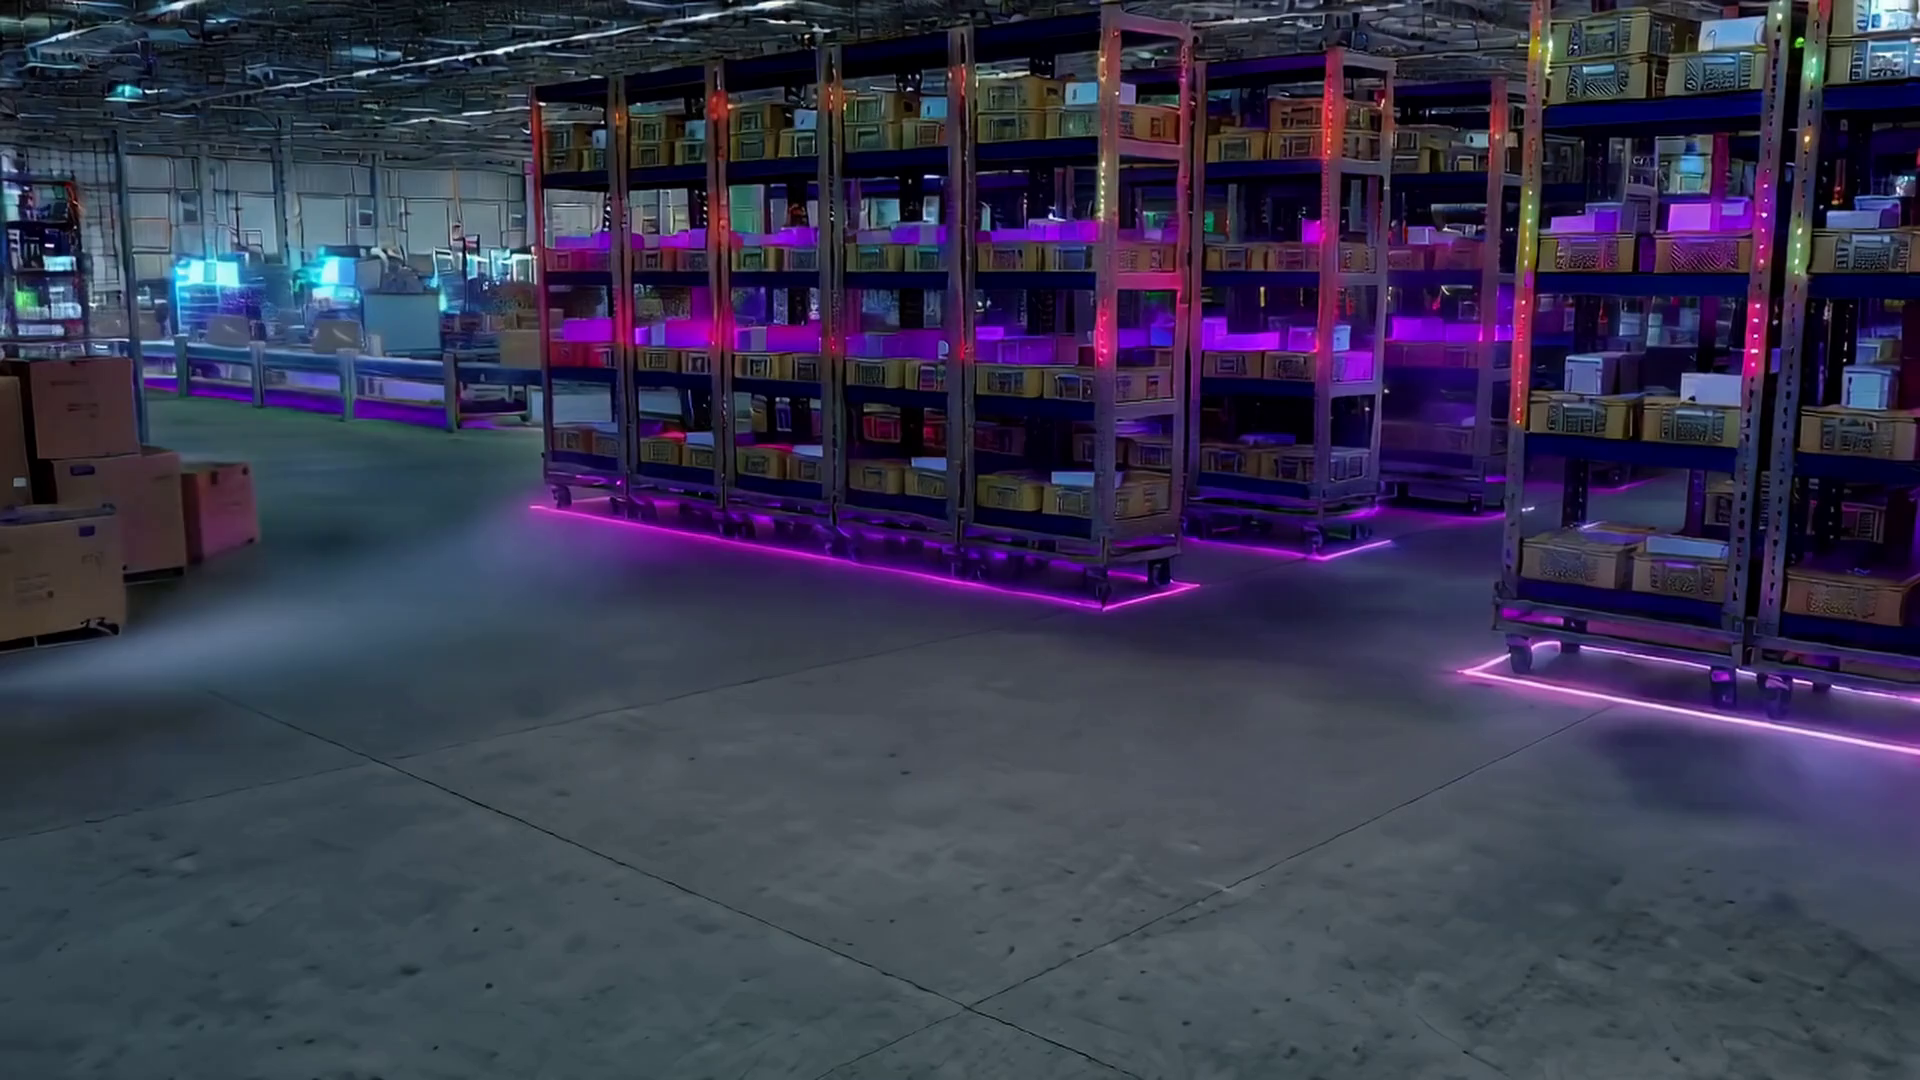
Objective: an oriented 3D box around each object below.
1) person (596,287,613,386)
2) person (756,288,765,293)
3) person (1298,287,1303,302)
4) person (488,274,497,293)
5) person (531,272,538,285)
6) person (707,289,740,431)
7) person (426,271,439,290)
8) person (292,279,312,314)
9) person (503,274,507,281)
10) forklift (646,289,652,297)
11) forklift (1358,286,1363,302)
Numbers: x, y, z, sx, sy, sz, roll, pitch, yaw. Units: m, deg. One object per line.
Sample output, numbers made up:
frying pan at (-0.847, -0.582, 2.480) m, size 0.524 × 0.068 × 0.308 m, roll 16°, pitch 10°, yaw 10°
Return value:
person at (-6.174, -3.604, 29.447) m, size 0.526 × 1.769 × 0.330 m, roll -5°, pitch 10°, yaw -27°
person at (-8.197, -10.182, 69.254) m, size 0.552 × 1.935 × 0.368 m, roll 2°, pitch 10°, yaw 14°
person at (12.358, -8.768, 60.977) m, size 0.439 × 1.818 × 0.636 m, roll -1°, pitch 9°, yaw -4°
person at (-24.210, -12.904, 86.307) m, size 0.681 × 1.828 × 0.676 m, roll -9°, pitch 13°, yaw -44°
person at (-22.029, -12.941, 86.316) m, size 0.624 × 1.897 × 0.592 m, roll 3°, pitch 10°, yaw 19°
person at (-2.623, -1.899, 18.567) m, size 0.409 × 1.909 × 0.640 m, roll -7°, pitch 11°, yaw -35°
person at (-18.743, -8.583, 59.279) m, size 0.612 × 1.995 × 0.376 m, roll 5°, pitch 11°, yaw 28°
person at (-24.570, -9.071, 62.131) m, size 0.688 × 2.000 × 0.539 m, roll -5°, pitch 10°, yaw -26°
person at (-23.328, -12.724, 85.320) m, size 0.513 × 1.796 × 1.014 m, roll 9°, pitch 13°, yaw 42°
forklift at (-15.019, -13.070, 84.078) m, size 1.873 × 2.768 × 1.129 m, roll 9°, pitch 13°, yaw 43°
forklift at (11.100, -7.017, 46.970) m, size 1.873 × 2.768 × 1.129 m, roll 9°, pitch 13°, yaw 43°
